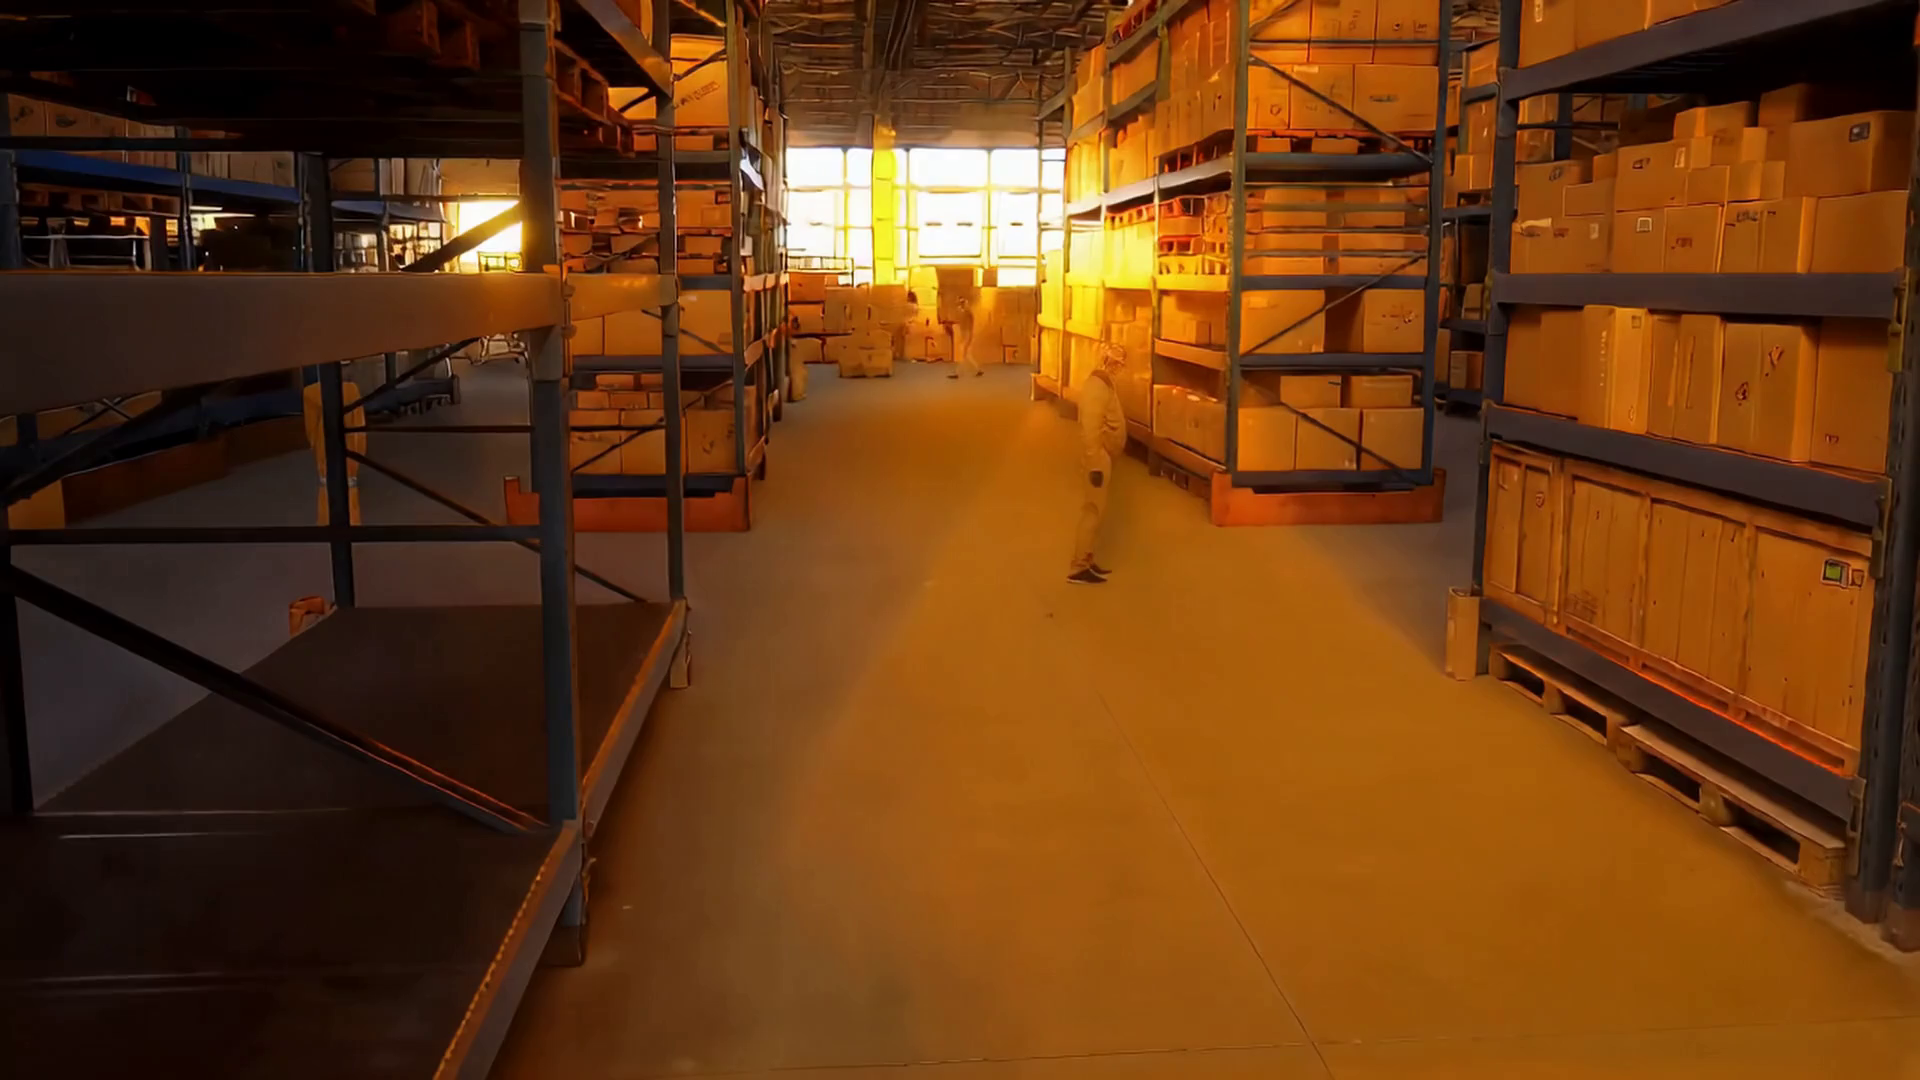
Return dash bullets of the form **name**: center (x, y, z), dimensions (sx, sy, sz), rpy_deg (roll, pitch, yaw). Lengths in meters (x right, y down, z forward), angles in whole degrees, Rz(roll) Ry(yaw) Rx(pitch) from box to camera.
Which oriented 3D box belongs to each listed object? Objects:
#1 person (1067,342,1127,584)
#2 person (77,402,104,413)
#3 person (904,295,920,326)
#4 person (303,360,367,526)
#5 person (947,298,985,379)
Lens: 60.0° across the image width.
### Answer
- **person**: center (1.102, -0.610, 13.095), dimensions (0.421, 1.886, 0.649), rpy_deg (2, 9, 10)
- **person**: center (-15.316, -3.195, 29.141), dimensions (0.372, 1.940, 0.630), rpy_deg (7, 12, 38)
- **person**: center (-1.459, -6.522, 50.430), dimensions (0.827, 1.817, 0.642), rpy_deg (4, 10, 25)
- **person**: center (-5.676, -0.881, 15.149), dimensions (0.534, 1.767, 0.319), rpy_deg (-1, 9, -7)
- **person**: center (0.175, -4.672, 38.594), dimensions (1.005, 1.895, 0.644), rpy_deg (-5, 10, -27)
